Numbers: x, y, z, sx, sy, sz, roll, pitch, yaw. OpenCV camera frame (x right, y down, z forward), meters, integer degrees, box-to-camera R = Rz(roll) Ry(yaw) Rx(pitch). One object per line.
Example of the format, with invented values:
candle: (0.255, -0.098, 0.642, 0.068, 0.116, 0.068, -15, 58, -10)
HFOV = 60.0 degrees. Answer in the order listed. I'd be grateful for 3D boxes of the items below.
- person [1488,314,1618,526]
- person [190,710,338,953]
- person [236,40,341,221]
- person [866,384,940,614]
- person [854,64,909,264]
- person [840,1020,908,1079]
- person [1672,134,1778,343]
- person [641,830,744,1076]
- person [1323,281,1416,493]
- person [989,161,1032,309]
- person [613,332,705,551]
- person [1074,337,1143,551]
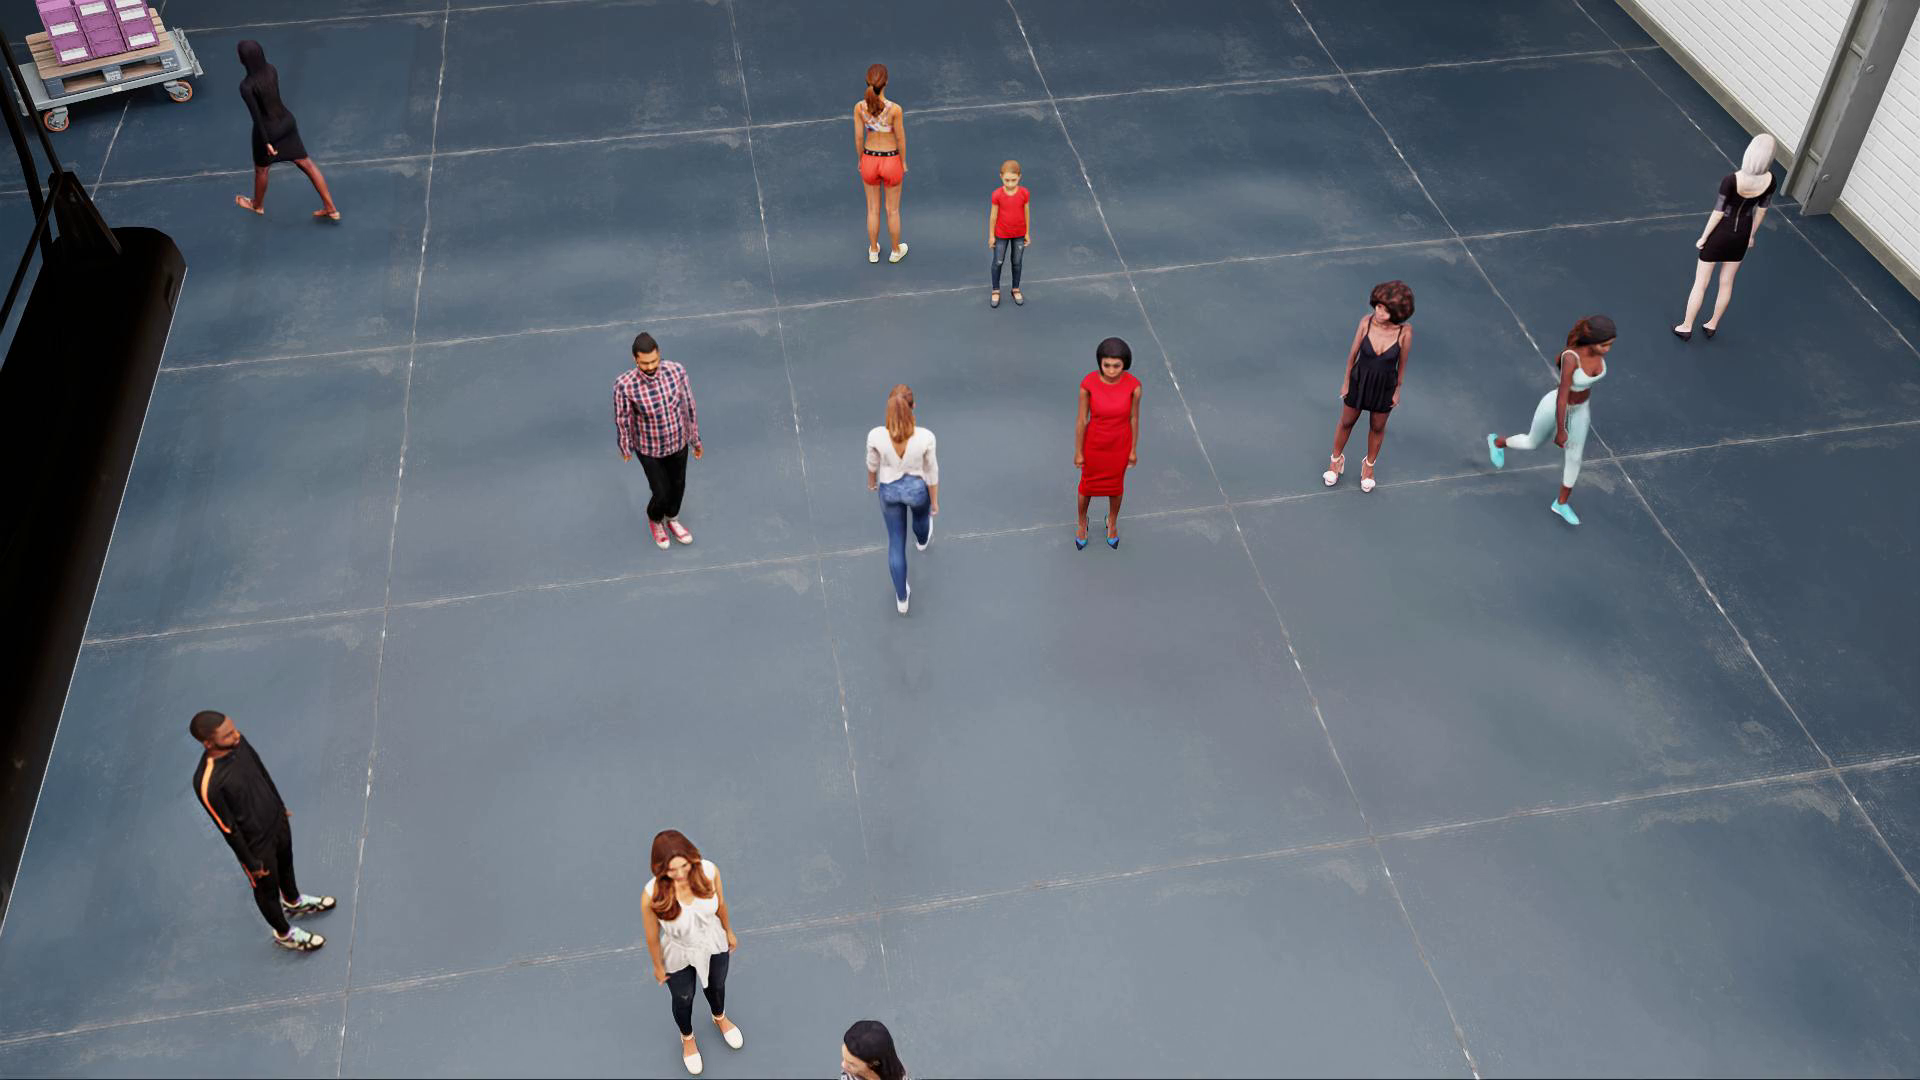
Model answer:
person: (4.120, -0.915, 11.553, 0.714, 1.687, 1.150, -20, 47, -19)
person: (-3.783, 1.544, 8.883, 0.734, 1.810, 0.578, 3, 44, 3)
person: (-5.766, -3.459, 14.235, 1.049, 1.670, 1.185, 13, 45, 13)
person: (-0.368, -0.226, 10.832, 0.804, 1.683, 1.112, 3, 44, 3)
person: (-0.652, -3.099, 13.770, 0.641, 1.791, 0.660, 6, 44, 6)
person: (-0.300, 2.699, 7.693, 0.795, 1.777, 0.713, -27, 50, -25)
person: (5.977, -2.345, 12.950, 0.616, 1.830, 0.533, -2, 44, -2)
person: (-1.352, 2.044, 8.376, 0.673, 1.785, 0.657, -24, 49, -23)
person: (2.888, -1.072, 11.645, 0.663, 1.787, 0.694, 12, 45, 12)
person: (0.403, -2.499, 13.490, 0.493, 1.309, 0.479, -5, 44, -5)
person: (-2.062, -0.715, 11.299, 0.792, 1.746, 0.795, -25, 49, -24)
person: (0.987, -0.634, 11.217, 0.609, 1.744, 0.542, -1, 44, -1)
